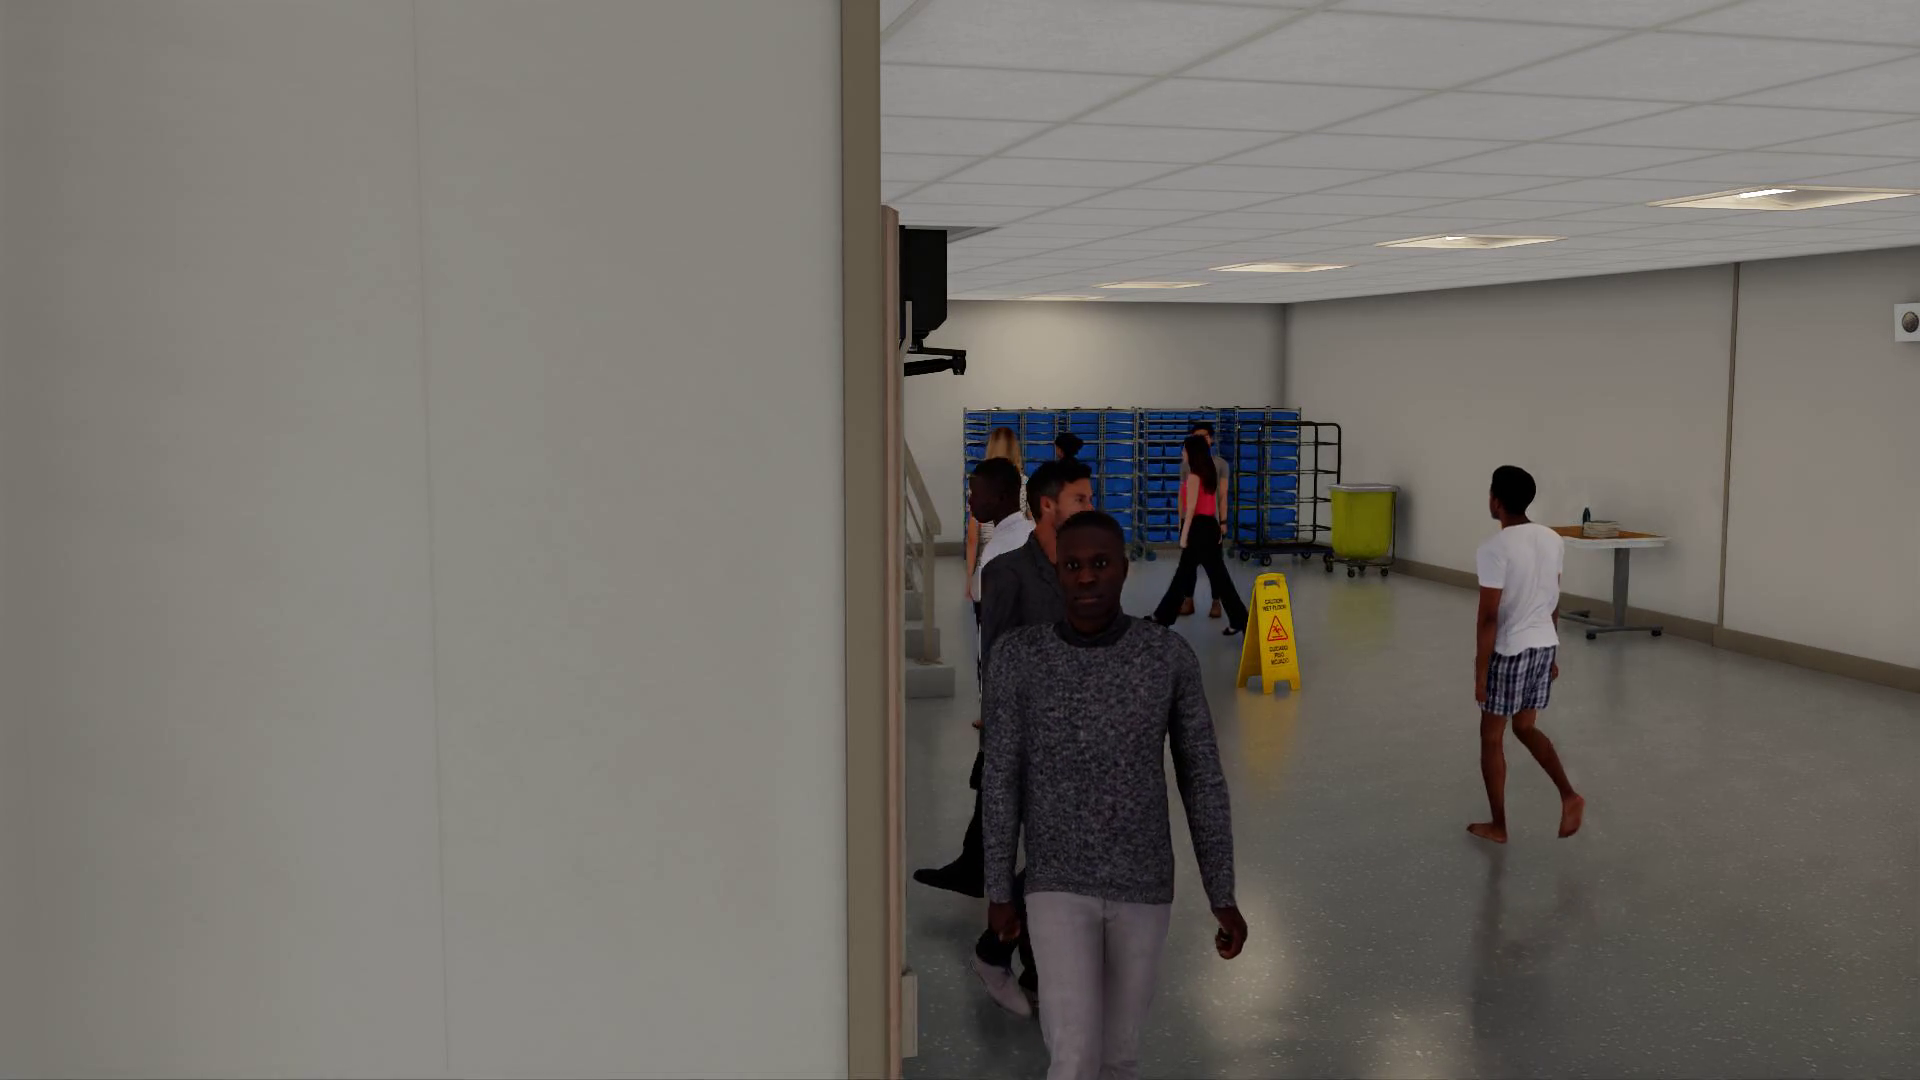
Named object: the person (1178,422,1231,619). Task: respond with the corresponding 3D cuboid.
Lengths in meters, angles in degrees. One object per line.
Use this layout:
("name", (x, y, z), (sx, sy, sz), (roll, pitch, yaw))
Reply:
("person", (2.141, -0.186, 14.637), (0.671, 1.718, 0.702), (2, 6, 22))

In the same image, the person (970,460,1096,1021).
("person", (0.208, 0.664, 5.487), (0.887, 1.857, 0.850), (5, 7, 38))

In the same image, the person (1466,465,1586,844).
("person", (2.547, 0.538, 7.434), (0.752, 1.720, 0.886), (-3, 6, -27))

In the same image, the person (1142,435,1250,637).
("person", (2.004, 0.016, 13.232), (1.111, 1.597, 1.132), (3, 6, 24))

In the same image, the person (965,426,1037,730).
("person", (0.264, 0.232, 9.942), (0.655, 1.827, 0.596), (0, 6, -2))

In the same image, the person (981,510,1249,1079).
("person", (0.317, 0.833, 4.024), (0.753, 1.814, 0.797), (-1, 6, -10))
